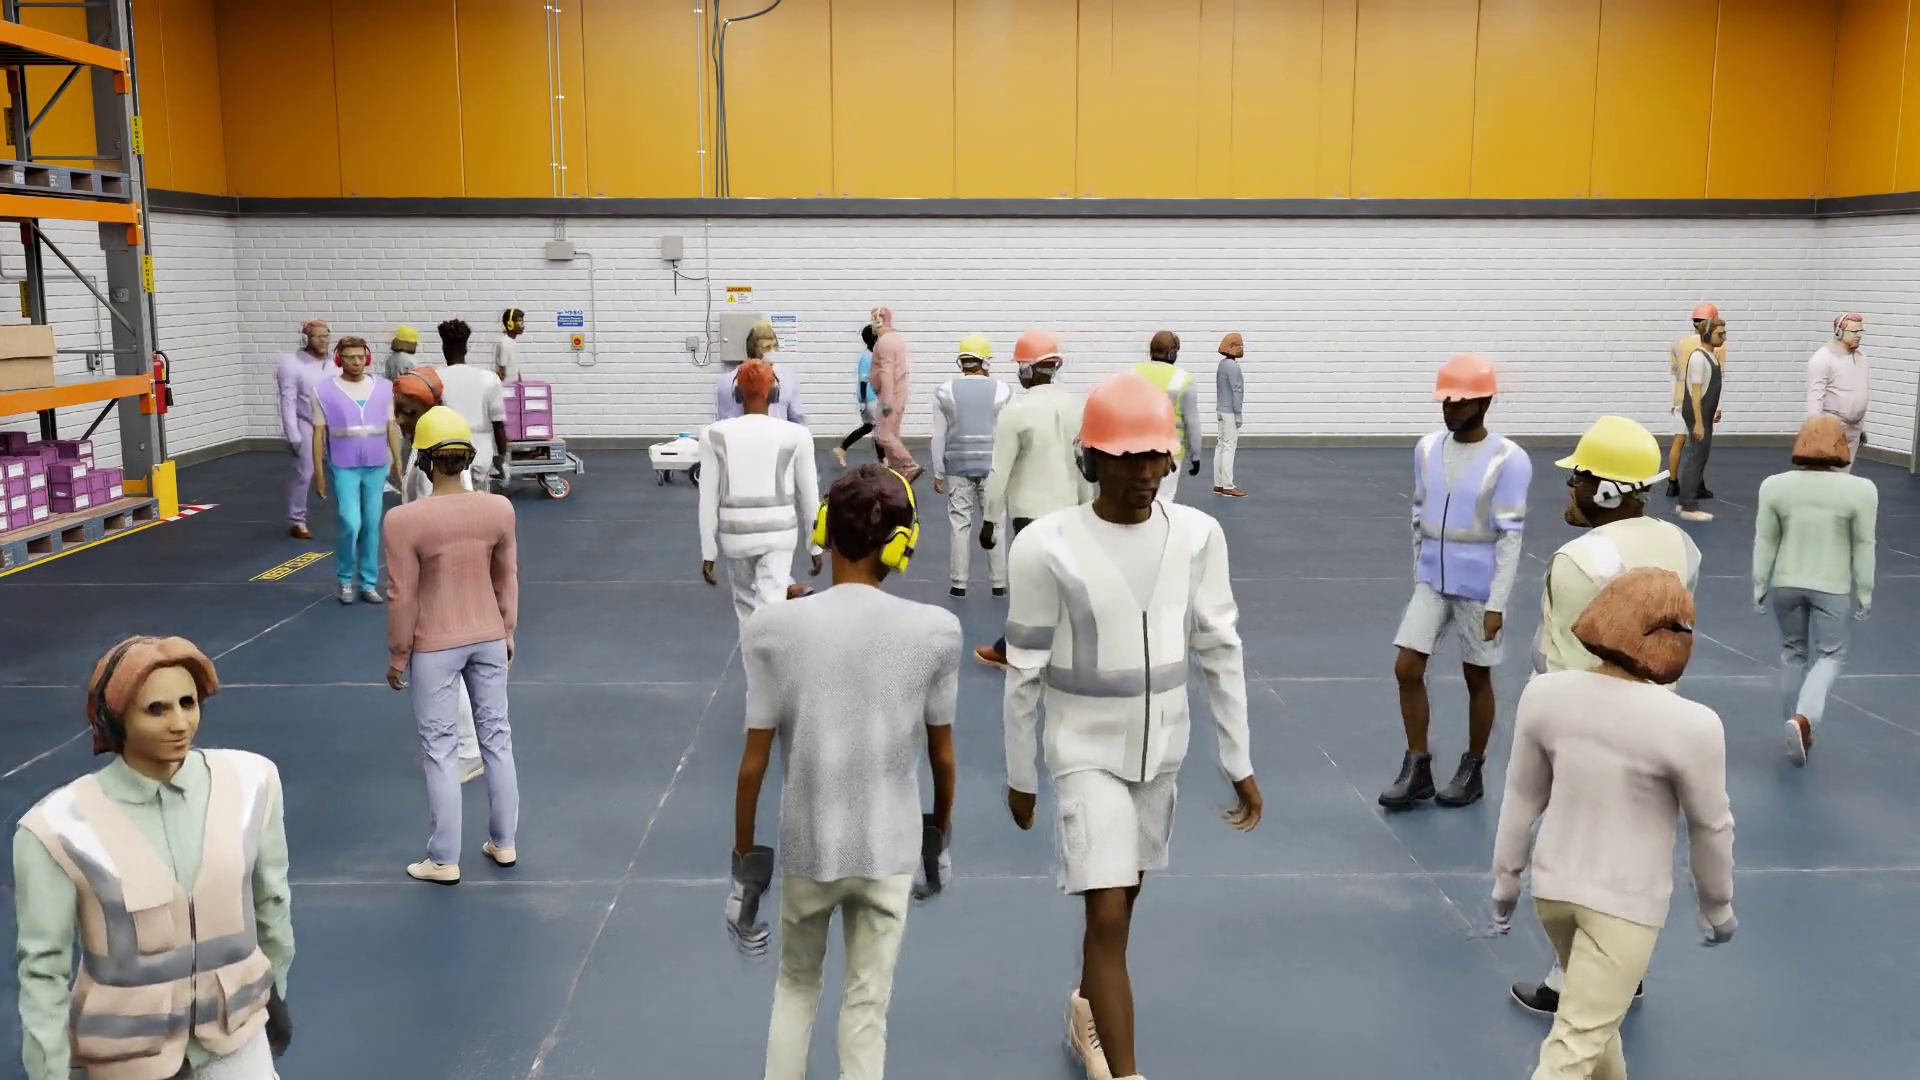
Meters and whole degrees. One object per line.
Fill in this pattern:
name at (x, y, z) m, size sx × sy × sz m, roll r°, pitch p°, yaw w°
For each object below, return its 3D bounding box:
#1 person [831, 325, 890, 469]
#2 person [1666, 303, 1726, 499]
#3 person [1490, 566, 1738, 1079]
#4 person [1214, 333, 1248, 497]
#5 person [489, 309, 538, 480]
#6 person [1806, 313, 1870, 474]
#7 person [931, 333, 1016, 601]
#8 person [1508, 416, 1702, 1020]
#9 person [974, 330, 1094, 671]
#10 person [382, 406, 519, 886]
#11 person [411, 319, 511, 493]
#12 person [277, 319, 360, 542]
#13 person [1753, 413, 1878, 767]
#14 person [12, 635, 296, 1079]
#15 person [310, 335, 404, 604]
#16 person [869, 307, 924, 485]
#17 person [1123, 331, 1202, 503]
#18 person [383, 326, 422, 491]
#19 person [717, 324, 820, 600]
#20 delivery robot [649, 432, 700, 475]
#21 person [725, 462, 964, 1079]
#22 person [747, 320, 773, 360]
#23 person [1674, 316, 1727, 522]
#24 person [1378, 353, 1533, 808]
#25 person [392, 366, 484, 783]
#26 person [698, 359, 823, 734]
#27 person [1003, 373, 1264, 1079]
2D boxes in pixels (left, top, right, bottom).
person at (-1.062, -1.578, 18.527) m, size 0.776 × 1.669 × 0.540 m, roll 1°, pitch 9°, yaw 6°
person at (7.292, -1.369, 16.458) m, size 0.380 × 1.929 × 0.541 m, roll -9°, pitch 13°, yaw -43°
person at (1.552, 0.846, 3.917) m, size 0.892 × 1.582 × 0.502 m, roll -6°, pitch 11°, yaw -33°
person at (2.708, -1.253, 16.640) m, size 0.282 × 1.633 × 0.498 m, roll -2°, pitch 9°, yaw -11°
person at (-4.731, -1.544, 17.822) m, size 0.788 × 1.833 × 0.522 m, roll -2°, pitch 10°, yaw -14°
person at (7.359, -0.941, 13.924) m, size 0.643 × 1.901 × 0.402 m, roll -5°, pitch 10°, yaw -27°
person at (0.101, -0.490, 11.362) m, size 0.591 × 1.829 × 0.404 m, roll 0°, pitch 9°, yaw 0°
person at (1.920, 0.544, 5.000) m, size 0.586 × 1.837 × 0.403 m, roll -6°, pitch 11°, yaw -34°
person at (0.421, -0.161, 9.015) m, size 0.635 × 1.944 × 1.019 m, roll -8°, pitch 12°, yaw -42°
person at (-1.879, 0.390, 6.166) m, size 0.315 × 1.769 × 0.525 m, roll 9°, pitch 13°, yaw 43°
person at (-3.517, -0.576, 11.610) m, size 0.632 × 1.911 × 0.983 m, roll -6°, pitch 11°, yaw -31°
person at (-5.301, -0.897, 13.800) m, size 1.006 × 1.851 × 0.675 m, roll 7°, pitch 12°, yaw 38°
person at (3.868, 0.230, 7.585) m, size 0.511 × 1.615 × 0.596 m, roll 8°, pitch 12°, yaw 41°
person at (-1.499, 0.962, 3.172) m, size 0.887 × 1.590 × 0.533 m, roll 9°, pitch 13°, yaw 43°
person at (-4.056, -0.466, 11.231) m, size 0.563 × 1.830 × 0.462 m, roll -8°, pitch 12°, yaw -41°
person at (-0.682, -1.457, 17.150) m, size 0.531 × 1.878 × 0.687 m, roll 1°, pitch 9°, yaw 8°
person at (1.529, -0.649, 12.416) m, size 0.641 × 1.805 × 0.875 m, roll 6°, pitch 11°, yaw 32°
person at (-5.692, -1.354, 17.102) m, size 0.479 × 1.683 × 0.901 m, roll 8°, pitch 12°, yaw 41°
person at (-1.252, -0.494, 11.206) m, size 0.991 × 1.892 × 0.636 m, roll 9°, pitch 13°, yaw 42°
delivery robot at (-2.886, -0.890, 17.425) m, size 0.707 × 0.478 × 0.477 m, roll 1°, pitch 9°, yaw 5°
person at (-0.264, 0.737, 3.829) m, size 0.544 × 1.835 × 0.523 m, roll -1°, pitch 9°, yaw -3°
person at (-2.269, -1.602, 18.567) m, size 0.948 × 1.703 × 0.530 m, roll 0°, pitch 9°, yaw 2°
person at (6.701, -1.091, 15.013) m, size 0.335 × 1.845 × 0.514 m, roll 6°, pitch 11°, yaw 34°
person at (2.015, 0.196, 6.852) m, size 0.696 × 1.915 × 0.557 m, roll -8°, pitch 12°, yaw -40°
person at (-2.304, 0.145, 7.444) m, size 0.352 × 1.857 × 0.738 m, roll -2°, pitch 9°, yaw -12°
person at (-0.992, 0.017, 8.281) m, size 0.588 × 1.831 × 1.013 m, roll 0°, pitch 9°, yaw 1°
person at (0.473, 0.585, 4.276) m, size 0.610 × 1.996 × 0.999 m, roll -4°, pitch 10°, yaw -23°
